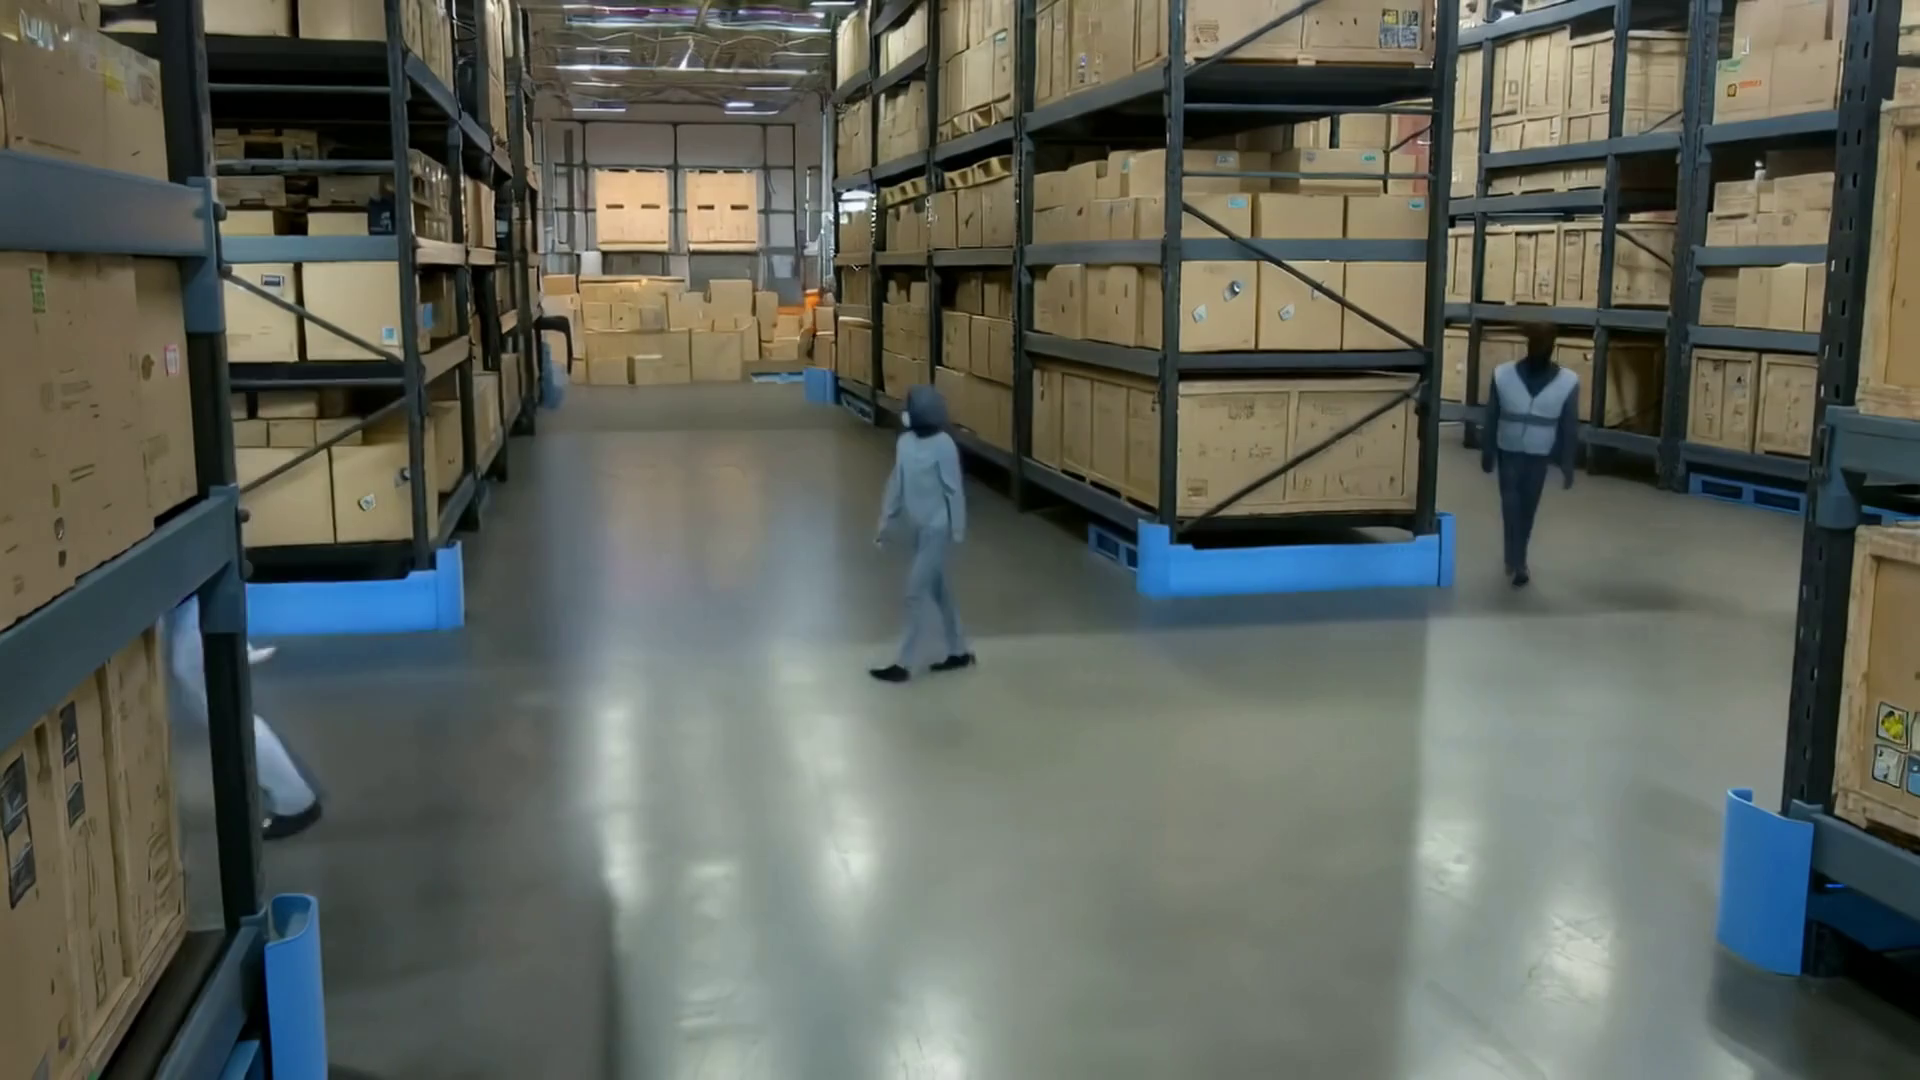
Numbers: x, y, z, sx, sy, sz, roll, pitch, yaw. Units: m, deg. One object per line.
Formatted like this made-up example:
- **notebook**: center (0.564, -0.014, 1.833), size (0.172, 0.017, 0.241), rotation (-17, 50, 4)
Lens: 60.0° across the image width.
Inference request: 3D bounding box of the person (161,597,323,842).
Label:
- **person**: center (-2.934, 0.311, 6.240), size (0.989, 1.804, 0.578), rotation (-5, 11, -29)

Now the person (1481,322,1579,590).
- **person**: center (3.946, -0.579, 11.526), size (0.599, 1.837, 1.039), rotation (2, 10, 13)

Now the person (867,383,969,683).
- **person**: center (-0.245, -0.035, 8.933), size (0.801, 1.602, 0.513), rotation (-5, 11, -30)

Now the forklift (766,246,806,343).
- **forklift**: center (-5.128, -7.135, 48.316), size (1.129, 2.768, 1.873), rotation (-2, 10, -12)

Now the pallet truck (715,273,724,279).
- **pallet truck**: center (-8.580, -8.986, 62.280), size (1.885, 1.965, 0.823), rotation (1, 9, 5)

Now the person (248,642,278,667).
- **person**: center (-4.184, -0.049, 9.043), size (0.859, 1.577, 0.504), rotation (-1, 9, -8)
